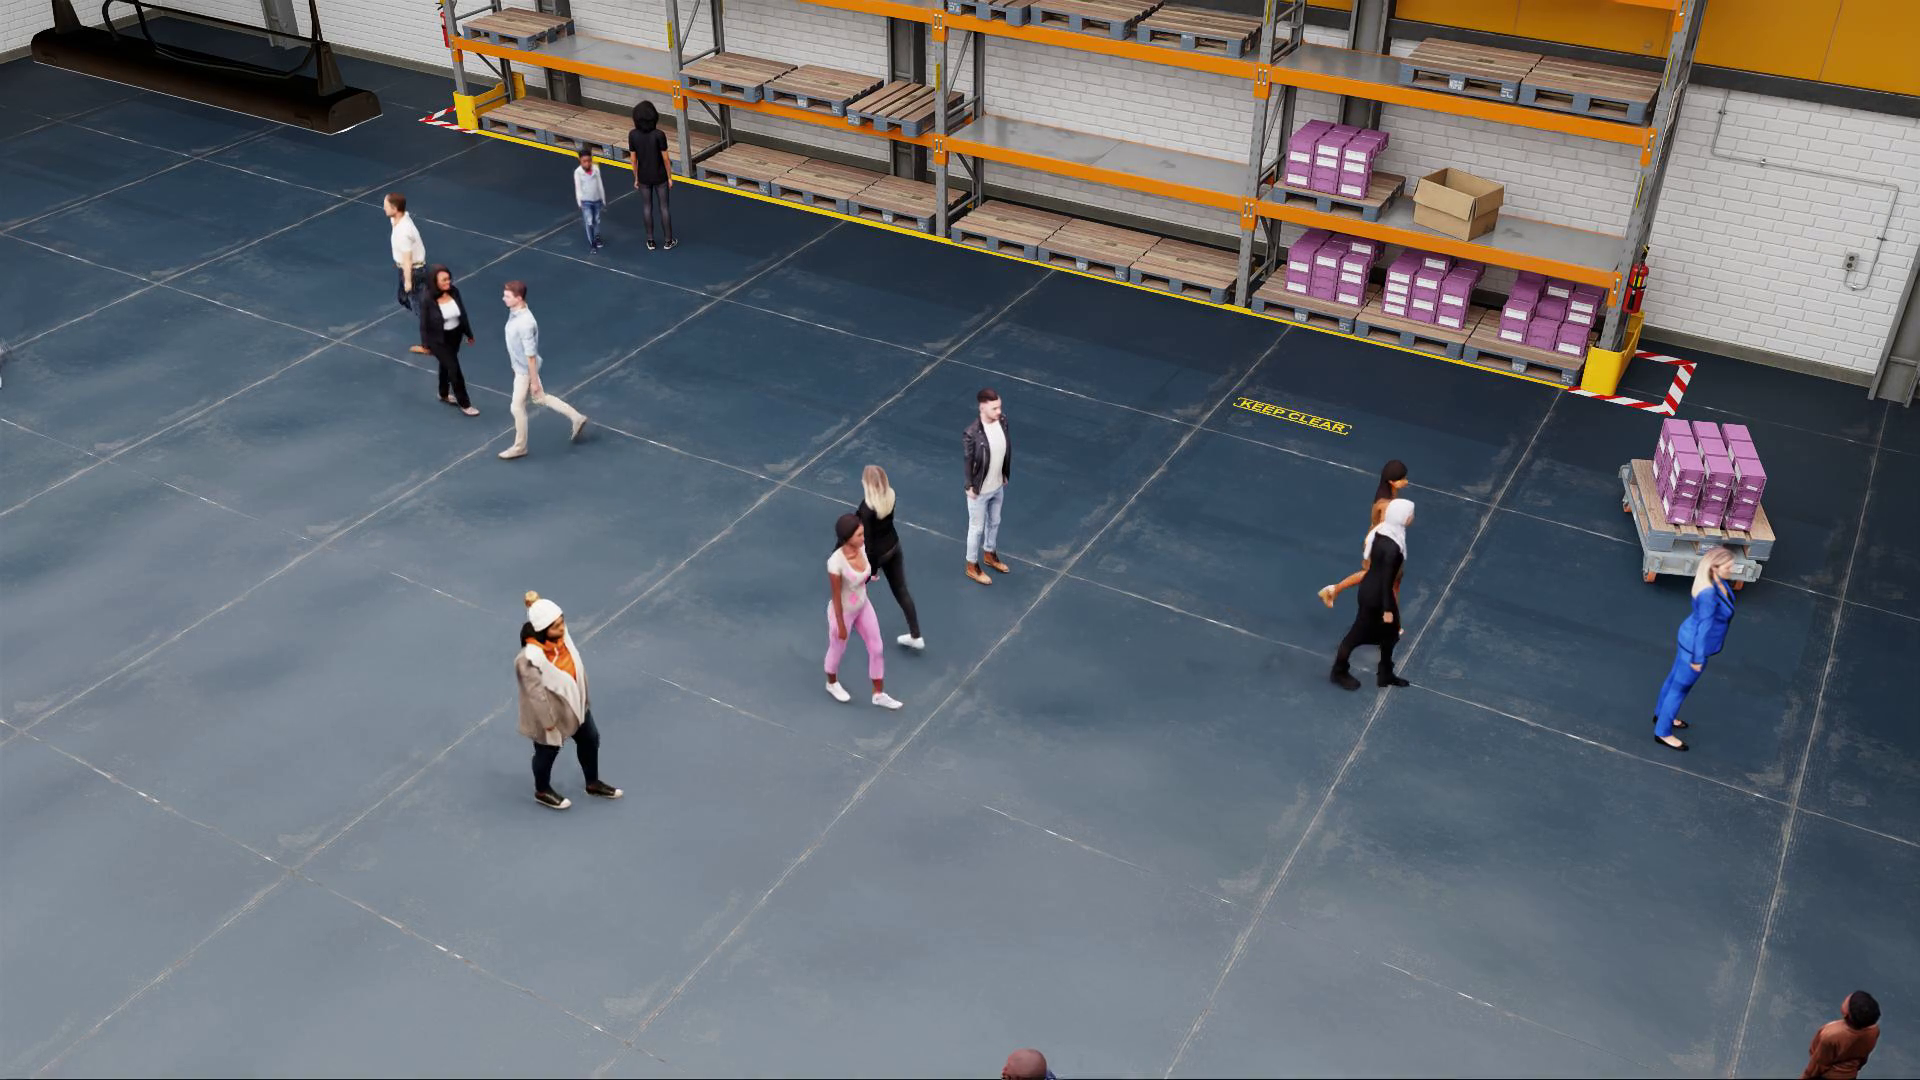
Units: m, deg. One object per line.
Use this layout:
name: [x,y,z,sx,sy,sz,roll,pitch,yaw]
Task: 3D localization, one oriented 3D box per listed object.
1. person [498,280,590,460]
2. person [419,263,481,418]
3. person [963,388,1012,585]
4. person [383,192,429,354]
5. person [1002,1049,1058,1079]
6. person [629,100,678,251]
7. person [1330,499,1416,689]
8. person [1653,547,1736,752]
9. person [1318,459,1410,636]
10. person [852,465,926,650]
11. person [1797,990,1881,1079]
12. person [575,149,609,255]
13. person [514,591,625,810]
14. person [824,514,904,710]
person: [-4.066,-1.649,15.935,1.163,1.819,1.169,-12,36,-18]
person: [-5.245,-2.040,16.738,0.887,1.581,0.653,17,37,23]
person: [0.208,-0.484,14.170,0.704,1.831,0.658,-27,42,-34]
person: [-5.736,-2.854,17.723,0.905,1.845,0.840,-10,35,-14]
person: [0.417,3.243,8.589,0.918,1.802,0.781,9,35,13]
person: [-3.713,-4.392,20.050,0.631,1.832,0.767,1,34,2]
person: [3.124,0.440,12.859,0.902,1.744,0.720,11,35,15]
person: [5.457,0.780,12.387,0.574,1.700,0.637,13,36,19]
person: [3.354,0.073,13.489,1.030,1.657,0.757,6,34,8]
person: [-0.560,0.174,13.359,1.213,1.633,0.729,23,40,31]
person: [4.946,3.015,9.428,0.577,1.254,0.648,-7,34,-10]
person: [-4.502,-4.173,20.247,0.647,1.248,0.740,-17,37,-24]
person: [-2.942,1.129,11.711,0.915,1.867,0.795,11,35,16]
person: [-0.917,0.525,12.756,0.935,1.715,0.672,22,40,30]
